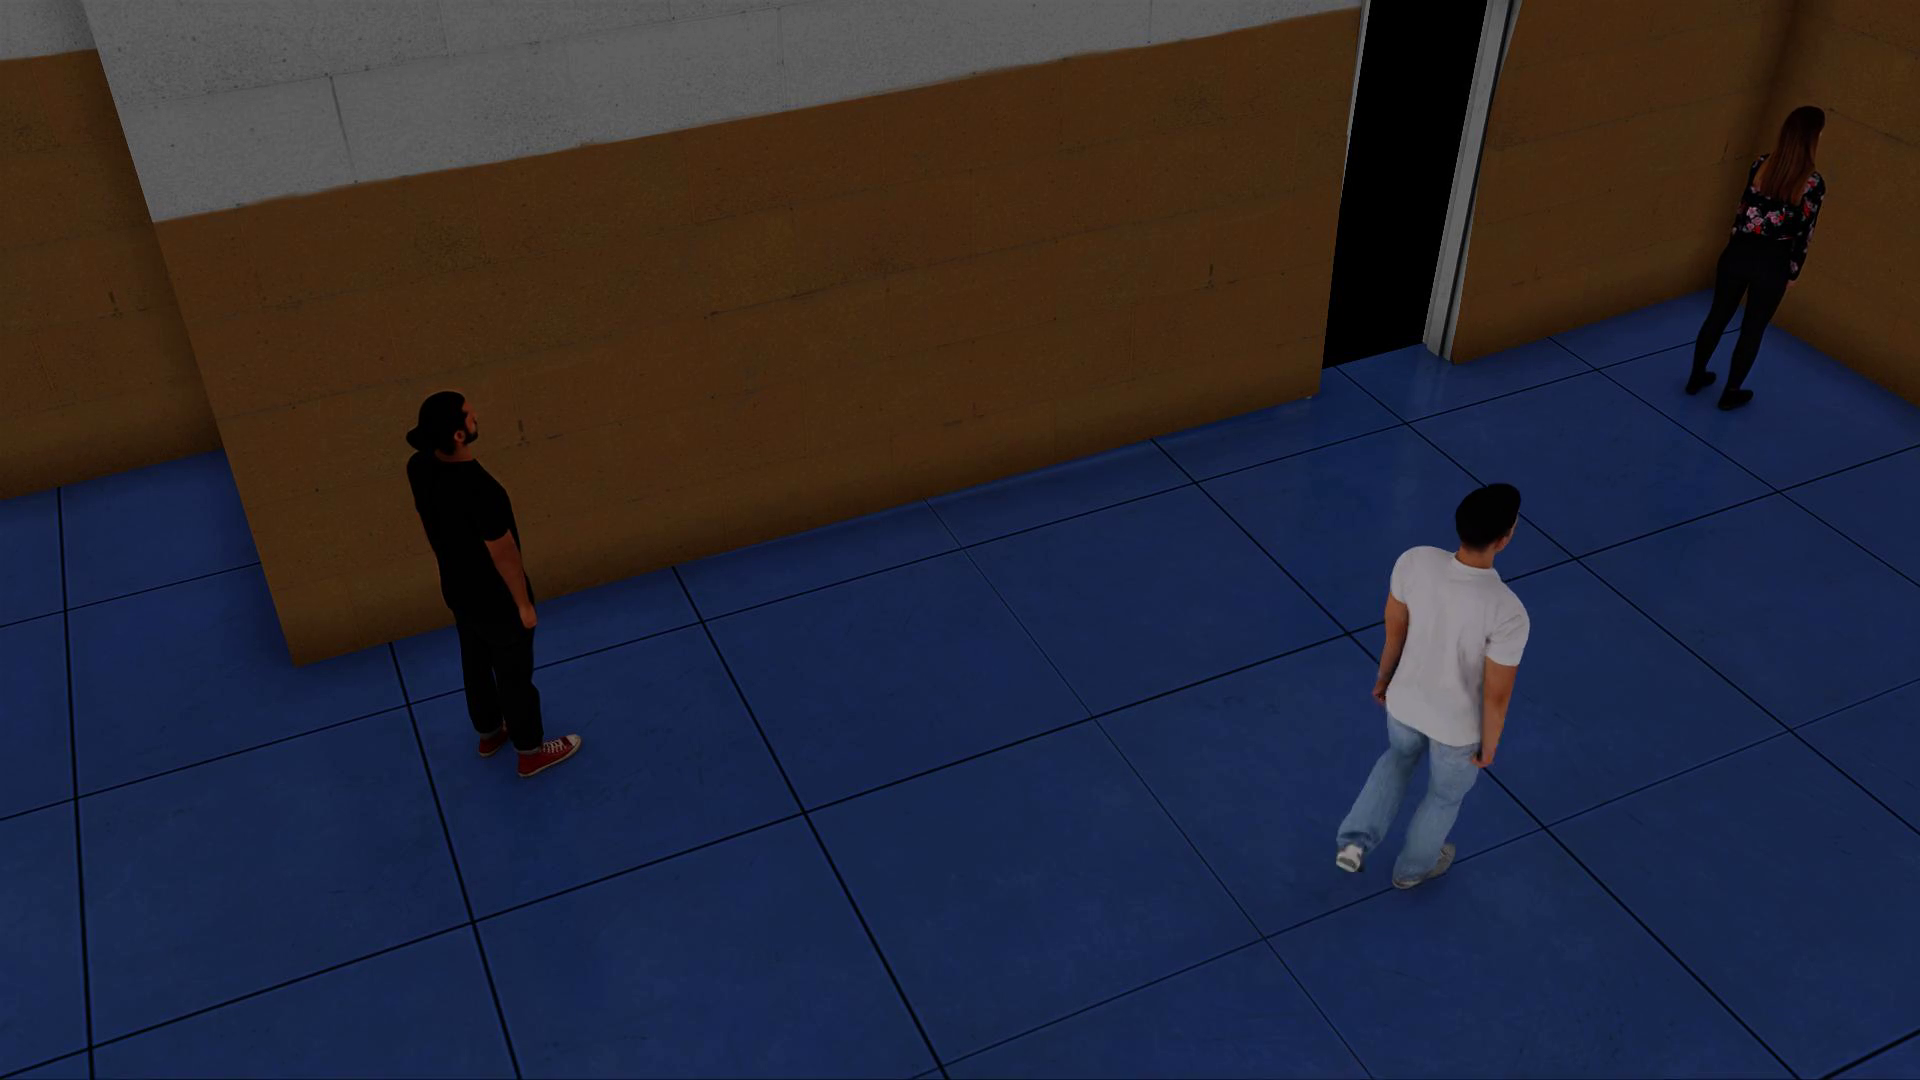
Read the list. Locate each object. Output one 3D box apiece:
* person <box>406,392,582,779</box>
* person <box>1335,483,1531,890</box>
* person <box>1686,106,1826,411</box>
[{"bbox_3d":[-1.858,0.188,6.483,0.680,1.758,0.786,23,42,27],"label":"person"},{"bbox_3d":[1.638,0.604,5.856,0.850,1.847,0.831,-27,44,-31],"label":"person"},{"bbox_3d":[4.207,-1.480,8.768,0.674,1.684,0.527,-26,44,-31],"label":"person"}]
